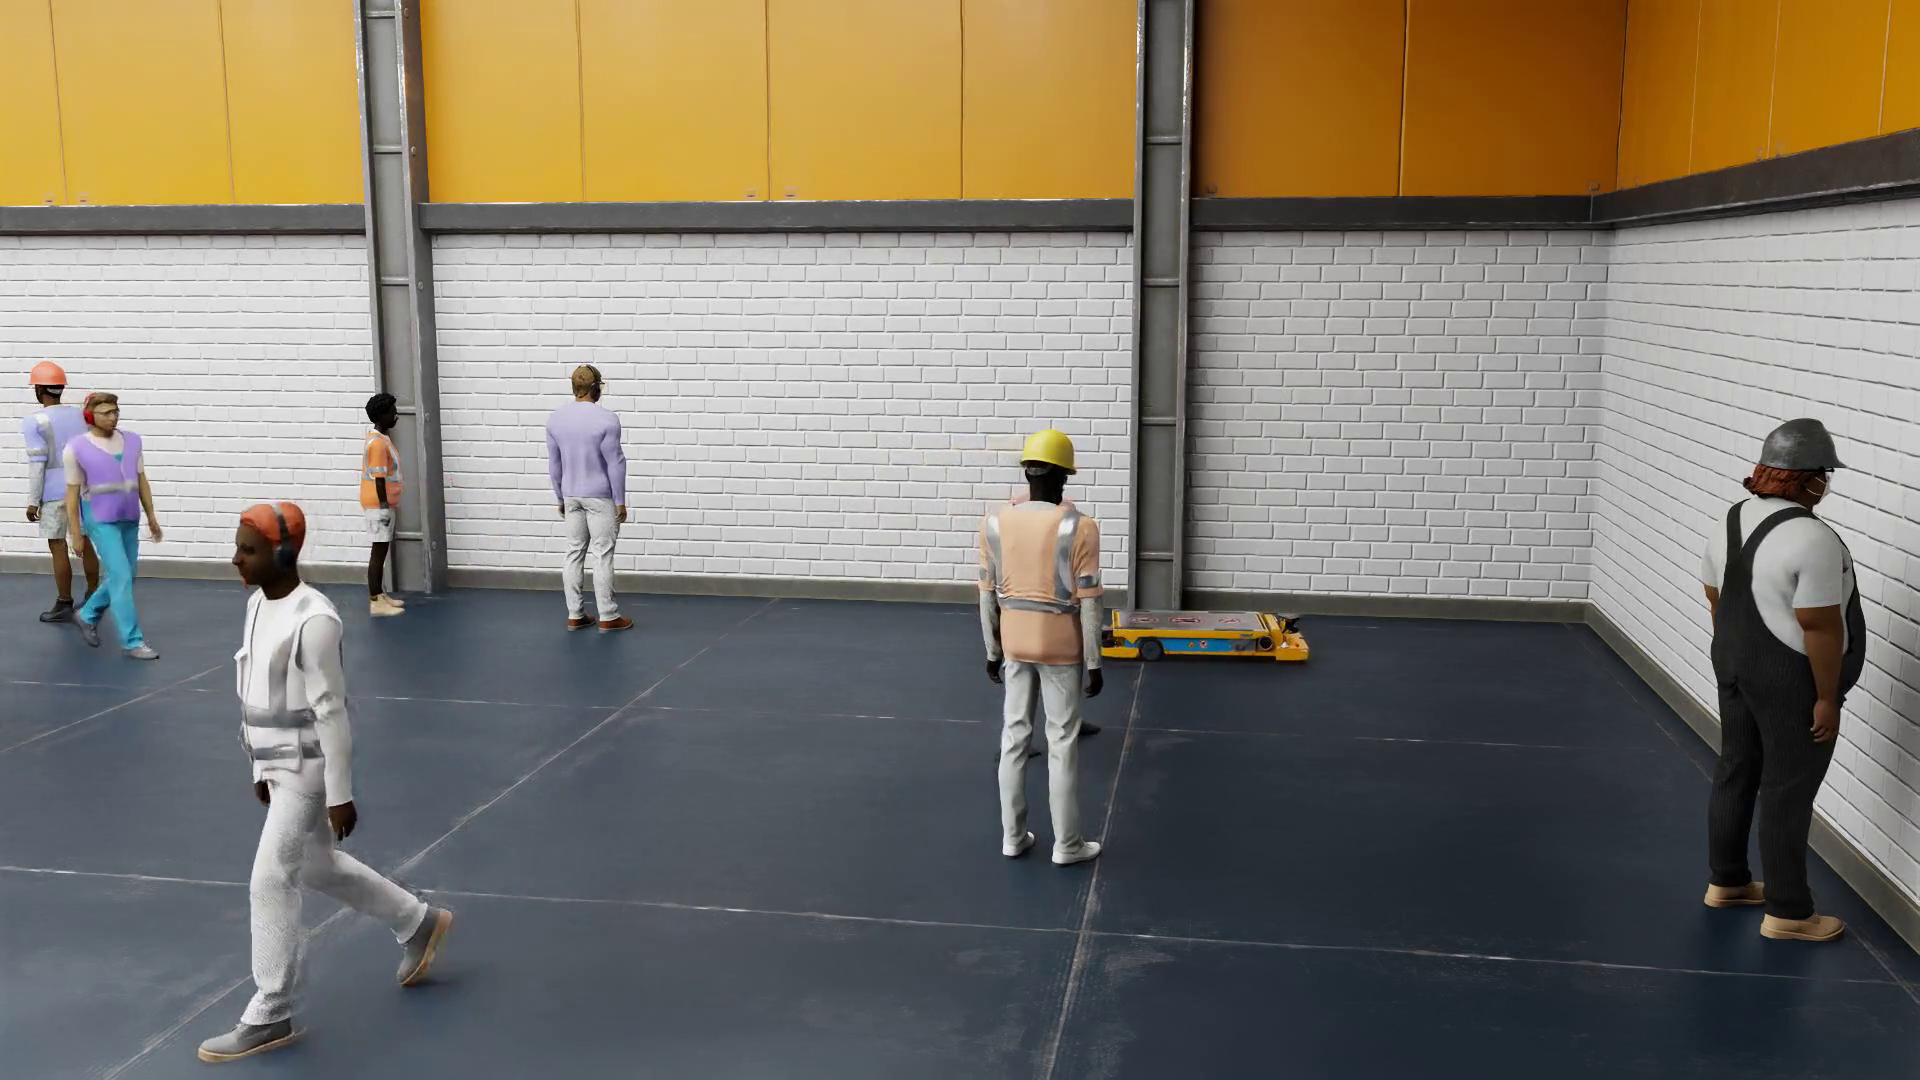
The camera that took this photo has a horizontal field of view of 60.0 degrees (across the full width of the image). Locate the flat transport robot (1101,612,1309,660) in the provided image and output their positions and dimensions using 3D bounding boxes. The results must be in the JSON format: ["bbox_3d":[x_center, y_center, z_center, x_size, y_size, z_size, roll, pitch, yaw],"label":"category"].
[{"bbox_3d":[1.615,0.640,11.341,1.431,0.197,0.652,1,9,4],"label":"flat transport robot"}]

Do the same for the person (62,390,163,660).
[{"bbox_3d":[-5.772,-0.113,11.253,0.827,1.816,0.571,3,10,20],"label":"person"}]

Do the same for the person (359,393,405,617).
[{"bbox_3d":[-4.374,-0.269,12.592,0.321,1.690,0.532,-3,10,-18],"label":"person"}]

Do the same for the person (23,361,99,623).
[{"bbox_3d":[-6.678,-0.352,12.335,0.363,1.939,0.542,4,10,23],"label":"person"}]

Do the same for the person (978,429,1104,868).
[{"bbox_3d":[0.369,0.475,7.300,0.585,1.918,0.379,5,10,29],"label":"person"}]

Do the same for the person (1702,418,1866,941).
[{"bbox_3d":[3.276,0.531,6.574,0.538,2.000,0.683,-2,9,-11],"label":"person"}]

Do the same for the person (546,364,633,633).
[{"bbox_3d":[-2.663,-0.293,11.974,0.629,1.940,0.373,4,10,22],"label":"person"}]

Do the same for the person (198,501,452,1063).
[{"bbox_3d":[-2.190,0.772,5.702,0.872,1.856,0.586,-8,12,-40],"label":"person"}]

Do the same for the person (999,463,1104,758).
[{"bbox_3d":[0.493,0.295,8.988,0.782,1.734,0.526,-5,11,-29],"label":"person"}]
